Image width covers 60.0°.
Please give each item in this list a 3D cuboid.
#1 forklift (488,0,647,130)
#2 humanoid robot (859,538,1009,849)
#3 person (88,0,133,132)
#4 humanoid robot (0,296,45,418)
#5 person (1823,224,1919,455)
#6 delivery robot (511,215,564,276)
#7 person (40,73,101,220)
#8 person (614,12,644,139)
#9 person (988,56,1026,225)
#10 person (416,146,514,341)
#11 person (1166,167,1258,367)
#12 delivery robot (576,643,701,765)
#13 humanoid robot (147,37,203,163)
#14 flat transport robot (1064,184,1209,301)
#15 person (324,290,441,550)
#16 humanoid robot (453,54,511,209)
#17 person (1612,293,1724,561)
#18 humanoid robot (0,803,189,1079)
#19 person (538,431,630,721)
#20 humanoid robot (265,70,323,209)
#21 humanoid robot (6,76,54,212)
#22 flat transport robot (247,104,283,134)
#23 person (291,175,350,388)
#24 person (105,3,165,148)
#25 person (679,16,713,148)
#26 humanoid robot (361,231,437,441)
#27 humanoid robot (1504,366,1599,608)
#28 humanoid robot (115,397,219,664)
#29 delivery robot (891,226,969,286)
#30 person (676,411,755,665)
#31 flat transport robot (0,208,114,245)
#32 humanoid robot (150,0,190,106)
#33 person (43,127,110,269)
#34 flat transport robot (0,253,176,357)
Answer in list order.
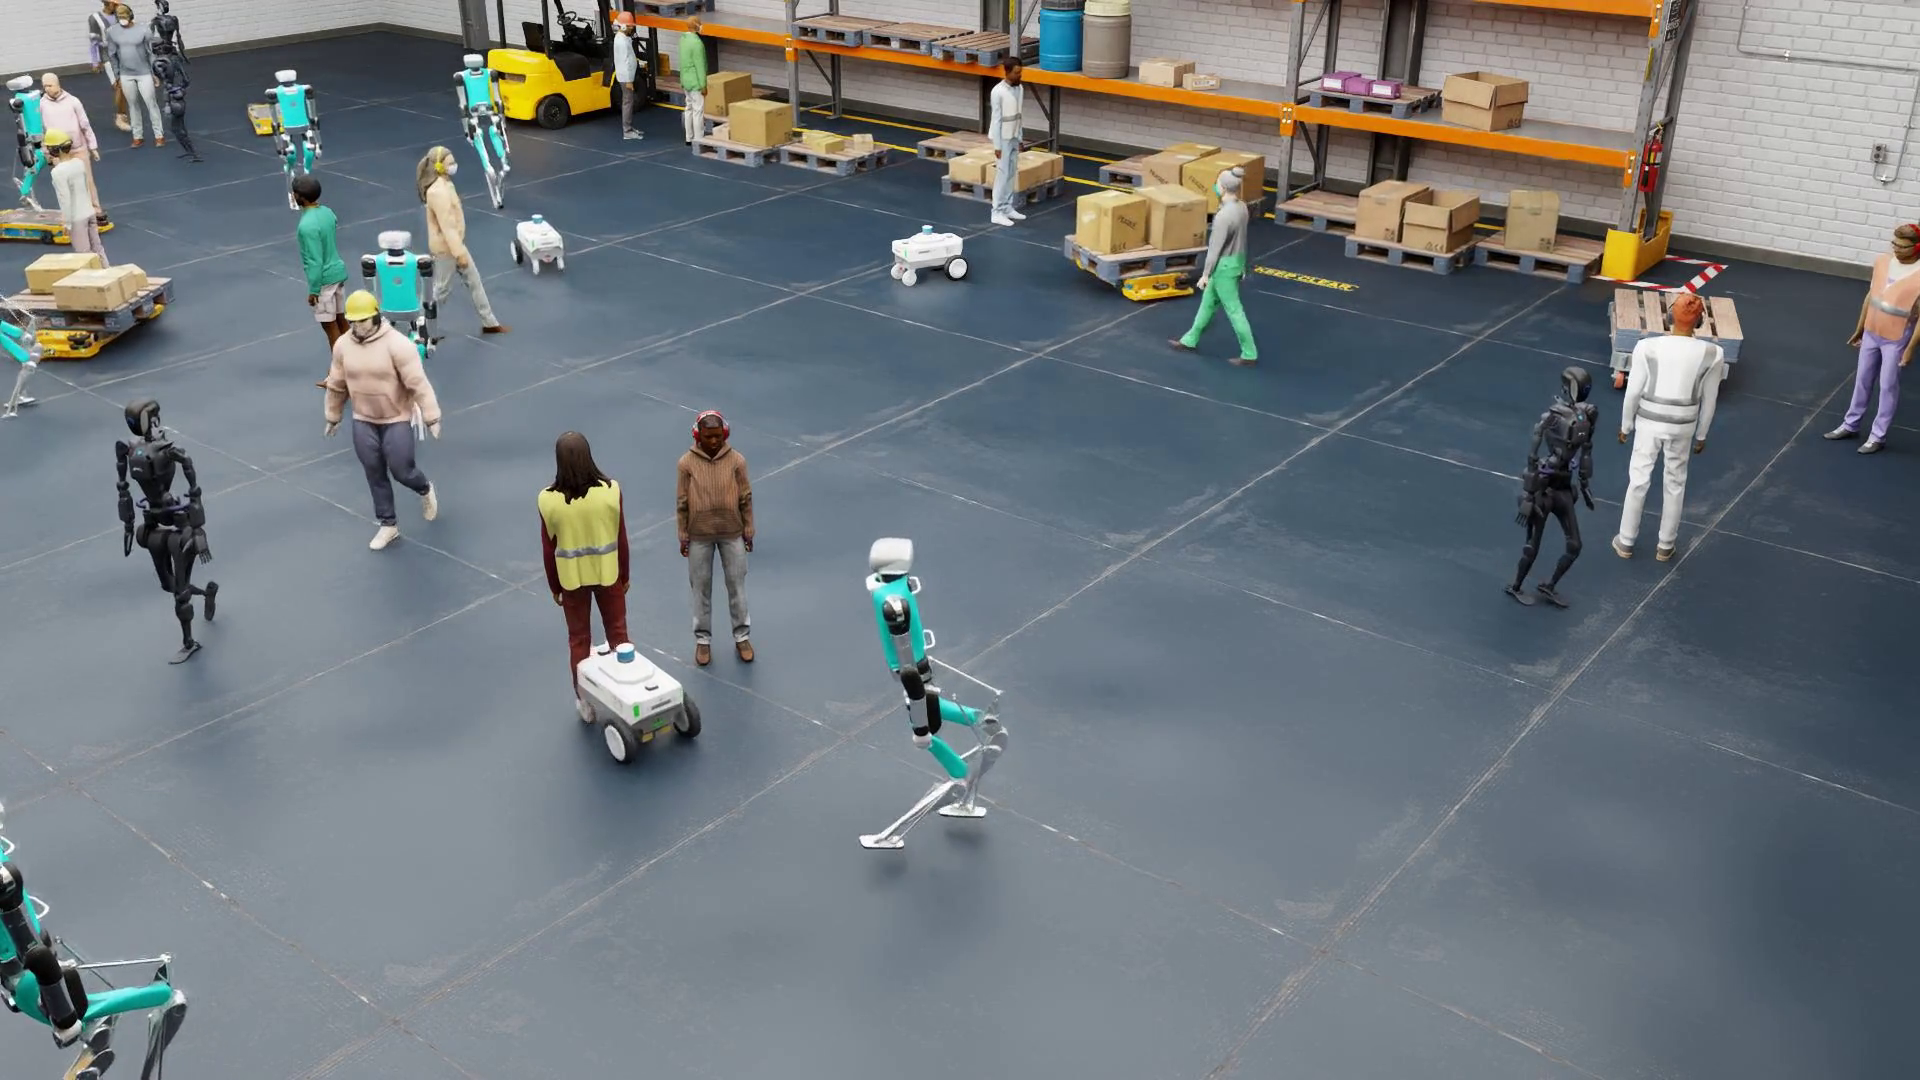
[{"bbox_3d":[-5.874,-7.334,24.552,1.214,2.155,2.313,19,32,34],"label":"forklift"},{"bbox_3d":[-0.066,0.784,8.256,0.921,1.735,0.535,-4,26,-8],"label":"humanoid robot"},{"bbox_3d":[-12.032,-6.843,23.760,0.609,2.000,0.652,13,29,24],"label":"person"},{"bbox_3d":[-7.936,-1.906,13.822,0.711,1.794,0.547,-17,30,-31],"label":"humanoid robot"},{"bbox_3d":[7.283,-1.583,13.045,0.388,1.837,0.564,-9,27,-19],"label":"person"},{"bbox_3d":[-4.512,-3.186,17.845,0.499,0.599,0.784,-12,28,-24],"label":"delivery robot"},{"bbox_3d":[-10.229,-4.478,19.116,0.580,1.769,0.414,-8,27,-15],"label":"person"},{"bbox_3d":[-4.670,-6.540,23.426,0.351,1.739,0.572,-6,26,-11],"label":"person"},{"bbox_3d":[0.539,-4.642,19.302,0.405,1.909,0.605,15,30,29],"label":"person"},{"bbox_3d":[-4.755,-2.739,15.479,0.933,1.843,0.564,-4,26,-9],"label":"person"},{"bbox_3d":[2.336,-2.463,14.928,0.939,1.788,0.537,13,29,25],"label":"person"},{"bbox_3d":[-1.862,0.884,9.429,0.499,0.610,0.813,-21,33,-36],"label":"delivery robot"},{"bbox_3d":[-10.398,-5.826,22.025,0.392,1.646,0.590,-8,27,-16],"label":"humanoid robot"},{"bbox_3d":[1.820,-2.804,17.379,0.659,0.231,1.431,-9,27,-19],"label":"flat transport robot"},{"bbox_3d":[-3.991,-0.862,11.536,0.827,1.847,0.550,4,26,8],"label":"person"},{"bbox_3d":[-5.678,-4.833,20.016,0.546,1.892,0.782,-11,28,-22],"label":"humanoid robot"},{"bbox_3d":[4.774,-0.753,11.277,0.573,1.881,0.357,8,27,16],"label":"person"},{"bbox_3d":[-3.456,1.661,6.428,0.546,1.735,0.991,18,31,32],"label":"humanoid robot"},{"bbox_3d":[-2.091,0.230,9.382,0.471,1.766,0.388,-6,27,-13],"label":"person"},{"bbox_3d":[-7.848,-4.675,19.587,0.549,1.783,0.956,-15,30,-28],"label":"humanoid robot"},{"bbox_3d":[-10.743,-4.398,19.027,0.865,1.792,0.569,4,26,8],"label":"humanoid robot"},{"bbox_3d":[-10.023,-6.177,24.363,0.659,0.231,1.431,-12,28,-23],"label":"flat transport robot"},{"bbox_3d":[-5.481,-2.232,14.375,0.397,1.851,0.493,1,26,2],"label":"person"},{"bbox_3d":[-11.329,-6.385,22.882,0.627,1.934,0.373,-5,26,-10],"label":"person"},{"bbox_3d":[-3.635,-6.271,22.828,0.386,1.777,0.544,-16,30,-30],"label":"person"},{"bbox_3d":[-4.429,-1.630,13.342,0.567,1.851,0.772,-6,27,-13],"label":"humanoid robot"},{"bbox_3d":[3.812,-0.332,10.638,0.595,1.640,0.455,-14,29,-26],"label":"humanoid robot"},{"bbox_3d":[-4.819,-0.112,10.210,0.600,1.638,0.688,6,26,12],"label":"humanoid robot"},{"bbox_3d":[-0.323,-2.989,17.449,0.813,0.609,0.499,-13,29,-25],"label":"delivery robot"},{"bbox_3d":[-1.467,-0.026,10.040,0.462,1.648,0.327,-4,26,-9],"label":"person"},{"bbox_3d":[-10.527,-3.584,18.993,1.431,0.231,0.659,4,26,8],"label":"flat transport robot"},{"bbox_3d":[-11.985,-7.351,25.171,0.369,1.644,0.608,10,27,19],"label":"humanoid robot"},{"bbox_3d":[-8.736,-3.184,16.442,0.321,1.767,0.532,0,26,1],"label":"person"},{"bbox_3d":[-8.256,-2.052,15.820,0.659,0.231,1.431,2,26,4],"label":"flat transport robot"}]
